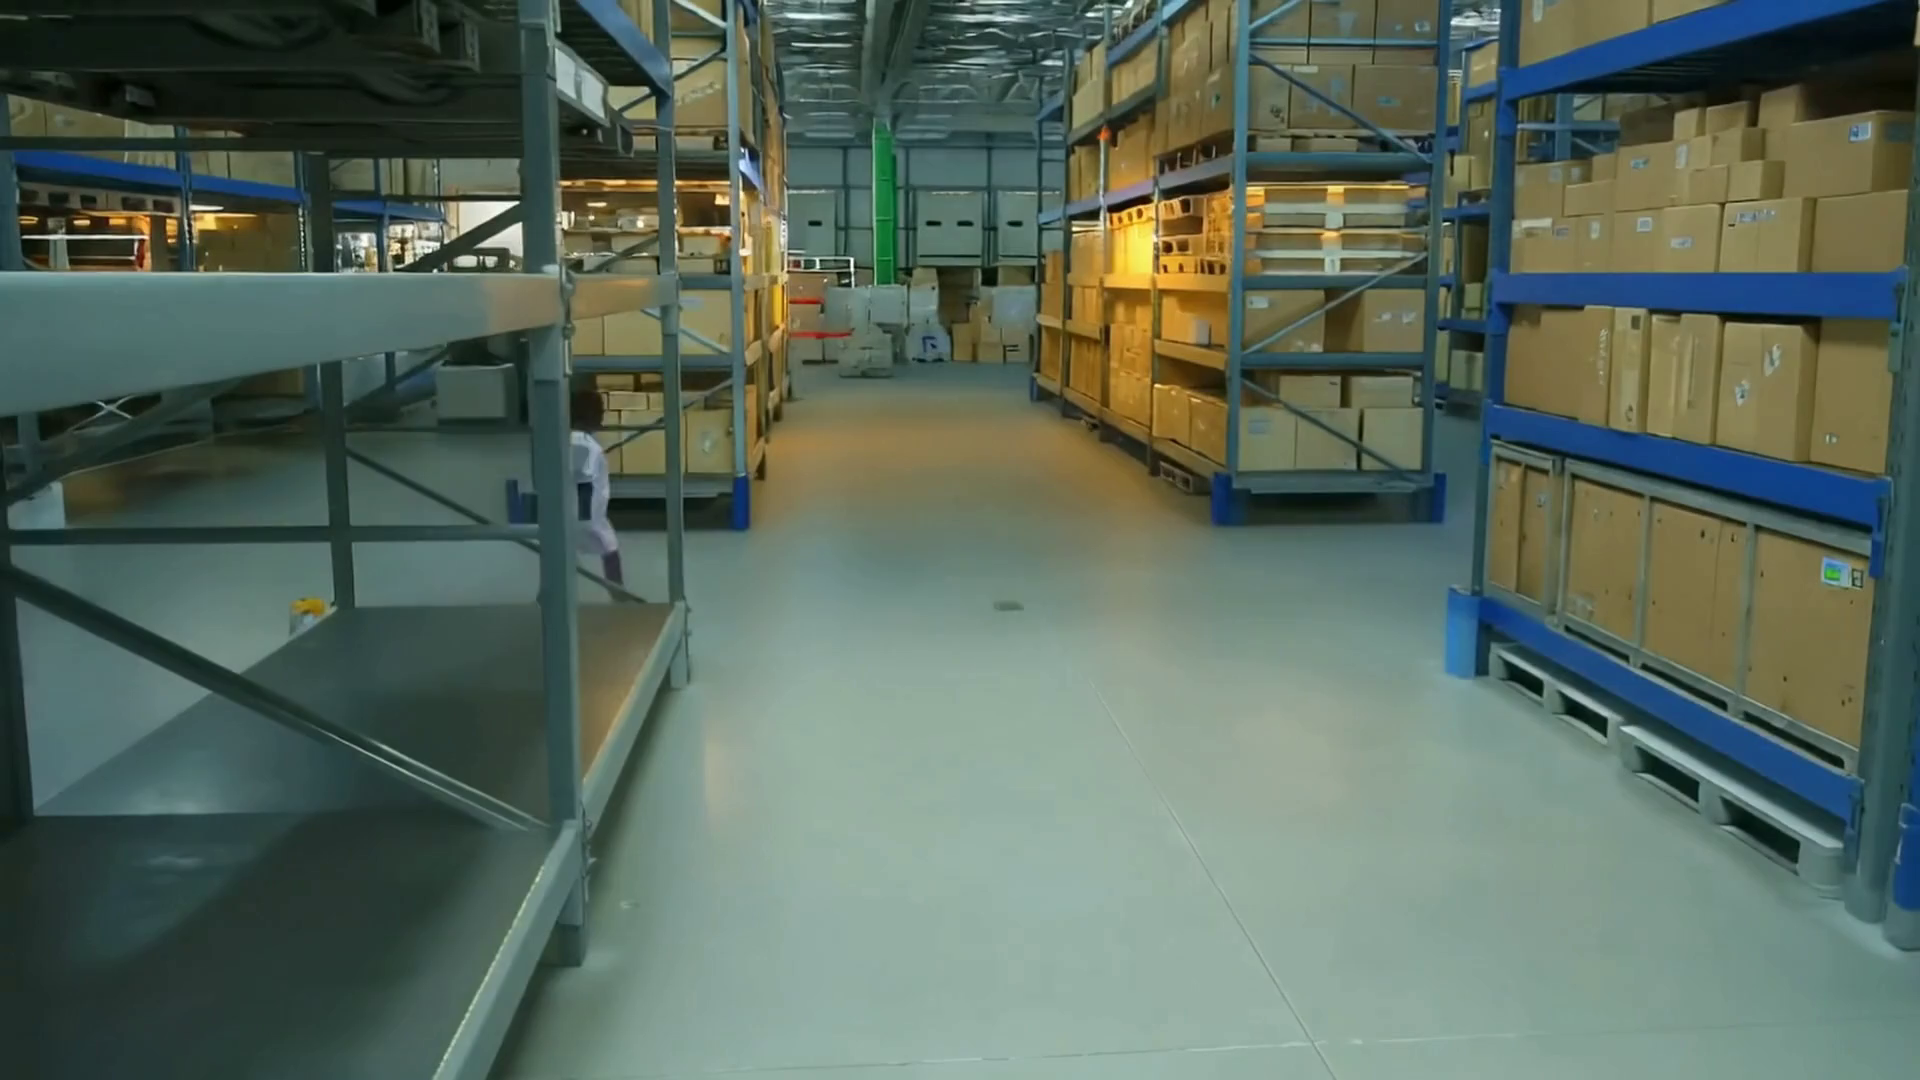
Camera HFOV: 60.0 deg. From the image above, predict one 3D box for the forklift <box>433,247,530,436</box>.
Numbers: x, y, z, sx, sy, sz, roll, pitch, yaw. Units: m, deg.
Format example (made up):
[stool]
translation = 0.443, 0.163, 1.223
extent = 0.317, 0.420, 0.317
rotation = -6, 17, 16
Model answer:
[forklift]
translation = -7.238, -3.018, 25.081
extent = 1.129, 2.768, 1.873
rotation = -1, 9, -4

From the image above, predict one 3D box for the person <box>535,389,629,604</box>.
[person]
translation = -2.521, -0.185, 11.137
extent = 0.862, 1.654, 0.543
rotation = -4, 10, -25
